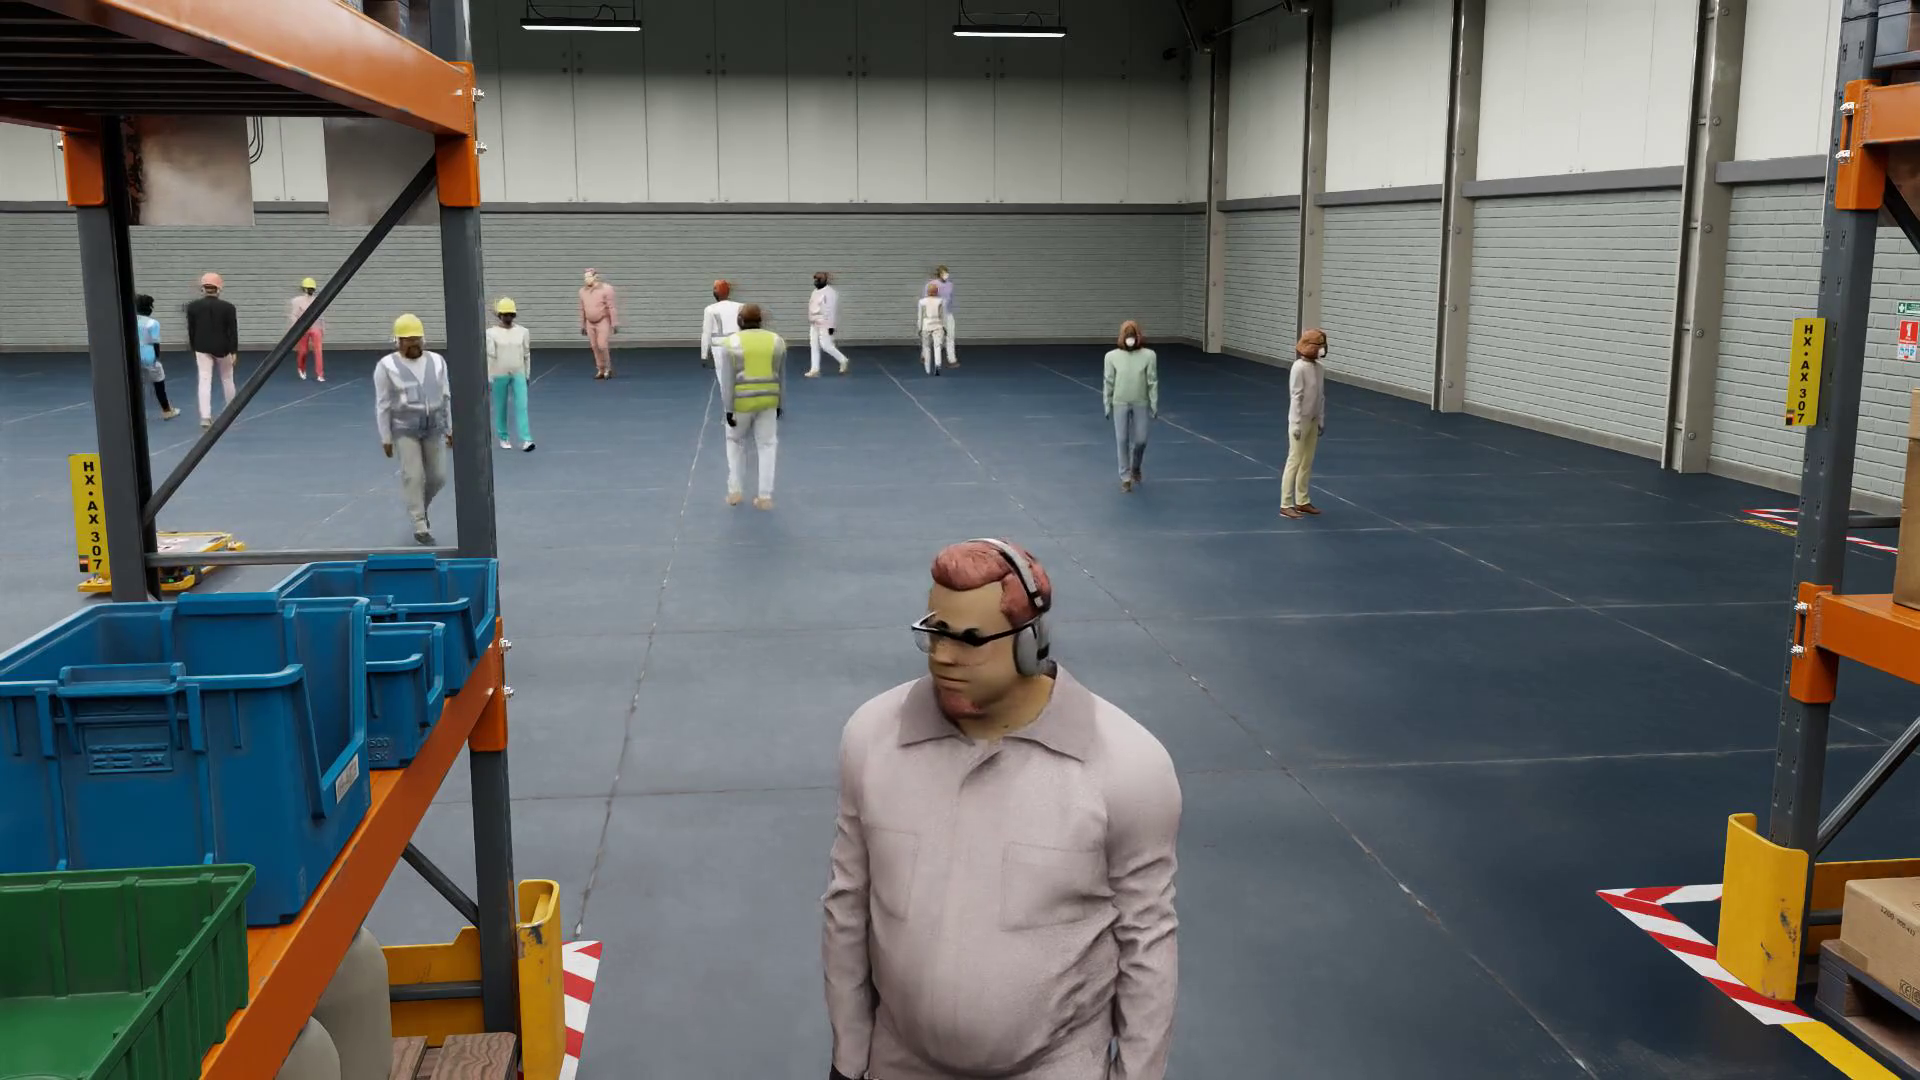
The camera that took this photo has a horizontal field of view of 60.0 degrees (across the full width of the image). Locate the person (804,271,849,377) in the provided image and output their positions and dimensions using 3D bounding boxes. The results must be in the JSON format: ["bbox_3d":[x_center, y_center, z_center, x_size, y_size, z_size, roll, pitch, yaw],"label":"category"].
[{"bbox_3d":[-2.323,-3.726,28.713,0.733,1.822,0.632,-7,12,-33],"label":"person"}]

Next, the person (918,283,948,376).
[{"bbox_3d":[-0.475,-3.668,28.972,0.526,1.613,0.768,-1,10,-3],"label":"person"}]

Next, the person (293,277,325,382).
[{"bbox_3d":[-10.885,-3.521,27.798,0.528,1.738,0.760,-7,12,-32],"label":"person"}]

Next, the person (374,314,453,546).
[{"bbox_3d":[-4.294,-0.875,13.092,0.604,1.814,0.574,-9,14,-41],"label":"person"}]

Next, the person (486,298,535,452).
[{"bbox_3d":[-5.043,-1.837,18.620,0.543,1.711,0.921,-6,12,-30],"label":"person"}]

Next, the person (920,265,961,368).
[{"bbox_3d":[-0.387,-4.155,30.862,0.645,1.902,0.989,-9,14,-41],"label":"person"}]

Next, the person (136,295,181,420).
[{"bbox_3d":[-10.494,-2.328,21.490,0.539,1.648,0.841,1,10,5],"label":"person"}]

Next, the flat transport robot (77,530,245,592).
[{"bbox_3d":[-5.630,0.136,11.780,0.652,0.197,1.431,-1,10,-6],"label":"flat transport robot"}]

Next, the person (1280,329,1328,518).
[{"bbox_3d":[2.979,-1.000,14.306,0.299,1.626,0.498,9,14,40],"label":"person"}]

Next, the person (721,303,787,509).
[{"bbox_3d":[-1.871,-1.197,14.848,0.623,1.818,0.713,-5,11,-24],"label":"person"}]

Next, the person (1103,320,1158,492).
[{"bbox_3d":[1.615,-1.270,15.766,0.527,1.620,0.385,1,10,5],"label":"person"}]

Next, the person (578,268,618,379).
[{"bbox_3d":[-6.128,-3.649,28.131,0.666,1.875,0.486,4,11,20],"label":"person"}]

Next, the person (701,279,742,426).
[{"bbox_3d":[-3.029,-2.376,21.179,0.621,1.860,0.685,-7,13,-35],"label":"person"}]

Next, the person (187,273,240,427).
[{"bbox_3d":[-9.541,-2.426,21.269,0.612,1.945,1.044,-2,11,-13],"label":"person"}]

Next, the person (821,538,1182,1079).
[{"bbox_3d":[0.047,0.932,2.939,0.650,1.904,0.401,4,11,20],"label":"person"}]
